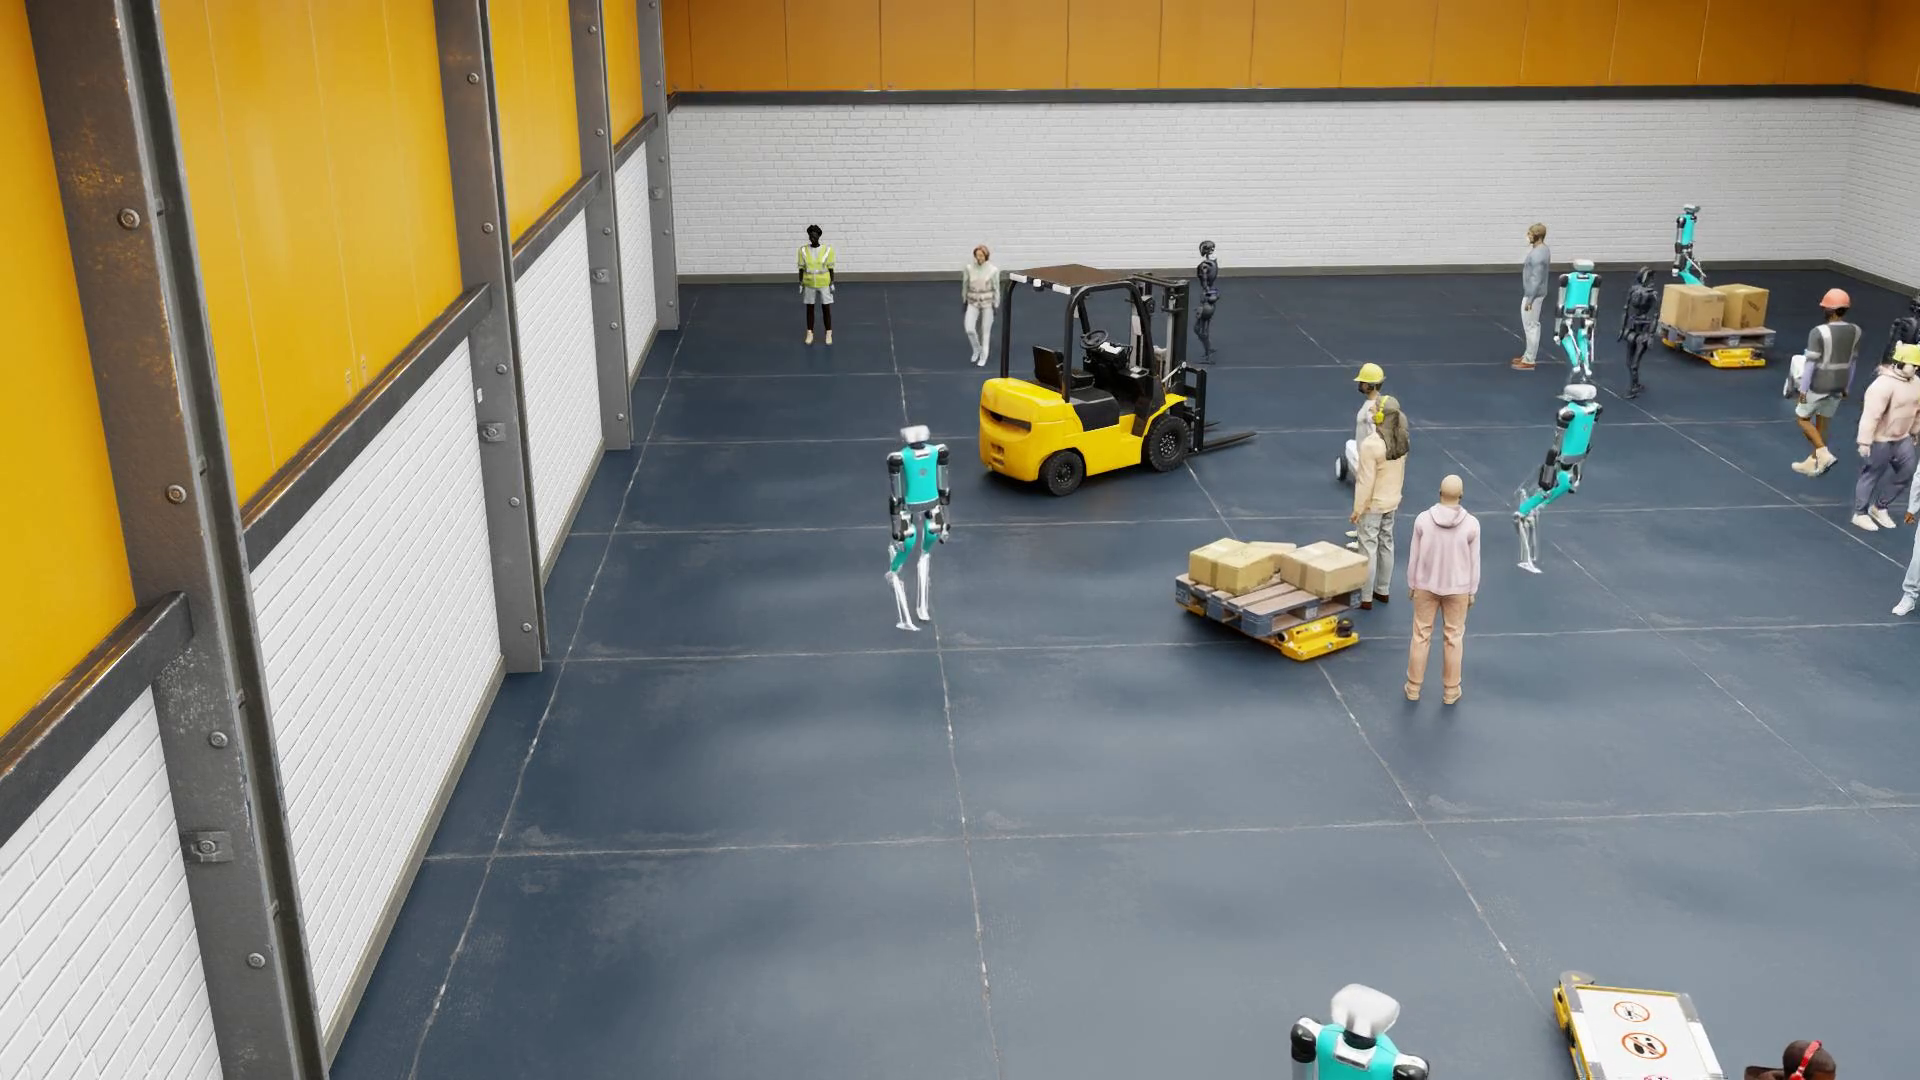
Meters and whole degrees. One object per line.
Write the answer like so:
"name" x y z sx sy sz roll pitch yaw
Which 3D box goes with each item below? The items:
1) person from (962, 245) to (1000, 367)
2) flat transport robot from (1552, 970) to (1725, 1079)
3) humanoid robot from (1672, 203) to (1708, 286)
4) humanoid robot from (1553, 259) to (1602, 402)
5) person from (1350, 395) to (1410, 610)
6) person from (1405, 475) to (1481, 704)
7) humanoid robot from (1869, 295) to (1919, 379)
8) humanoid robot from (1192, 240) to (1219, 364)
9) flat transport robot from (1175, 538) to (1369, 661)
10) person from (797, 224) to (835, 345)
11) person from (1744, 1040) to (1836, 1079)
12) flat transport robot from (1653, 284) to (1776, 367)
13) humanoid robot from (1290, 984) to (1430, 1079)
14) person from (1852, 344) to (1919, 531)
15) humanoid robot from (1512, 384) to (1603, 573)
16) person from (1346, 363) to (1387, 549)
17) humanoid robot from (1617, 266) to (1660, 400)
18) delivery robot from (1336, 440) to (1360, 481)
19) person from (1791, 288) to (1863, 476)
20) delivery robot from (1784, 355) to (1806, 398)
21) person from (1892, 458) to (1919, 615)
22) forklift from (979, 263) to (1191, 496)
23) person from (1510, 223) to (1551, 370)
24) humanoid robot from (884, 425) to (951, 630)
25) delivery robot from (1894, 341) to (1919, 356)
"person" 0.273 -3.110 22.114 0.538 1.622 0.383 6 21 17
"flat transport robot" 3.442 2.677 8.333 0.659 0.231 1.431 3 20 8
"humanoid robot" 10.875 -4.049 24.562 0.917 1.779 0.556 18 27 40
"humanoid robot" 7.568 -2.443 20.302 0.534 1.881 0.725 -2 20 -4
"person" 3.568 -0.316 14.159 0.565 1.877 0.406 -16 25 -36
"person" 3.593 0.378 12.399 0.520 1.784 0.401 6 21 17
"humanoid robot" 10.804 -1.983 19.045 0.596 1.658 0.556 -2 20 -6
"humanoid robot" 3.287 -3.174 22.239 0.343 1.648 0.612 6 21 16
"flat transport robot" 2.566 0.629 13.913 0.659 0.231 1.431 -13 24 -32
"person" -2.011 -3.578 23.311 0.535 1.694 0.320 1 20 4
"person" 3.131 2.625 6.474 0.464 1.646 0.308 -18 27 -40
"flat transport robot" 10.309 -2.629 22.791 0.659 0.231 1.431 -3 20 -8
"humanoid robot" 1.607 2.494 6.708 0.544 1.766 0.922 12 23 29
"person" 8.952 -0.980 15.997 0.851 1.848 0.526 -7 21 -19
"humanoid robot" 5.323 -0.572 15.111 0.533 1.823 0.745 -13 24 -32
"person" 3.808 -0.788 15.599 0.328 1.767 0.526 5 21 14
"humanoid robot" 8.453 -2.592 20.672 0.567 1.647 0.601 -8 22 -21
"delivery robot" 4.259 -0.801 17.415 0.499 0.609 0.797 0 20 0
"person" 9.134 -1.615 17.482 0.615 2.024 0.607 -4 21 -12
"delivery robot" 10.631 -2.066 20.857 0.499 0.605 0.788 7 21 19
"person" 8.266 -0.248 13.912 0.596 1.916 0.371 15 25 35
"forklift" 1.315 -1.764 17.646 2.313 2.155 1.214 -14 24 -33
"person" 7.560 -3.212 21.957 0.352 1.937 0.634 9 22 23
"humanoid robot" -0.403 -0.145 13.886 0.564 1.787 0.681 -8 22 -20
"delivery robot" 12.743 -2.461 21.939 0.780 0.609 0.511 -6 21 -16
